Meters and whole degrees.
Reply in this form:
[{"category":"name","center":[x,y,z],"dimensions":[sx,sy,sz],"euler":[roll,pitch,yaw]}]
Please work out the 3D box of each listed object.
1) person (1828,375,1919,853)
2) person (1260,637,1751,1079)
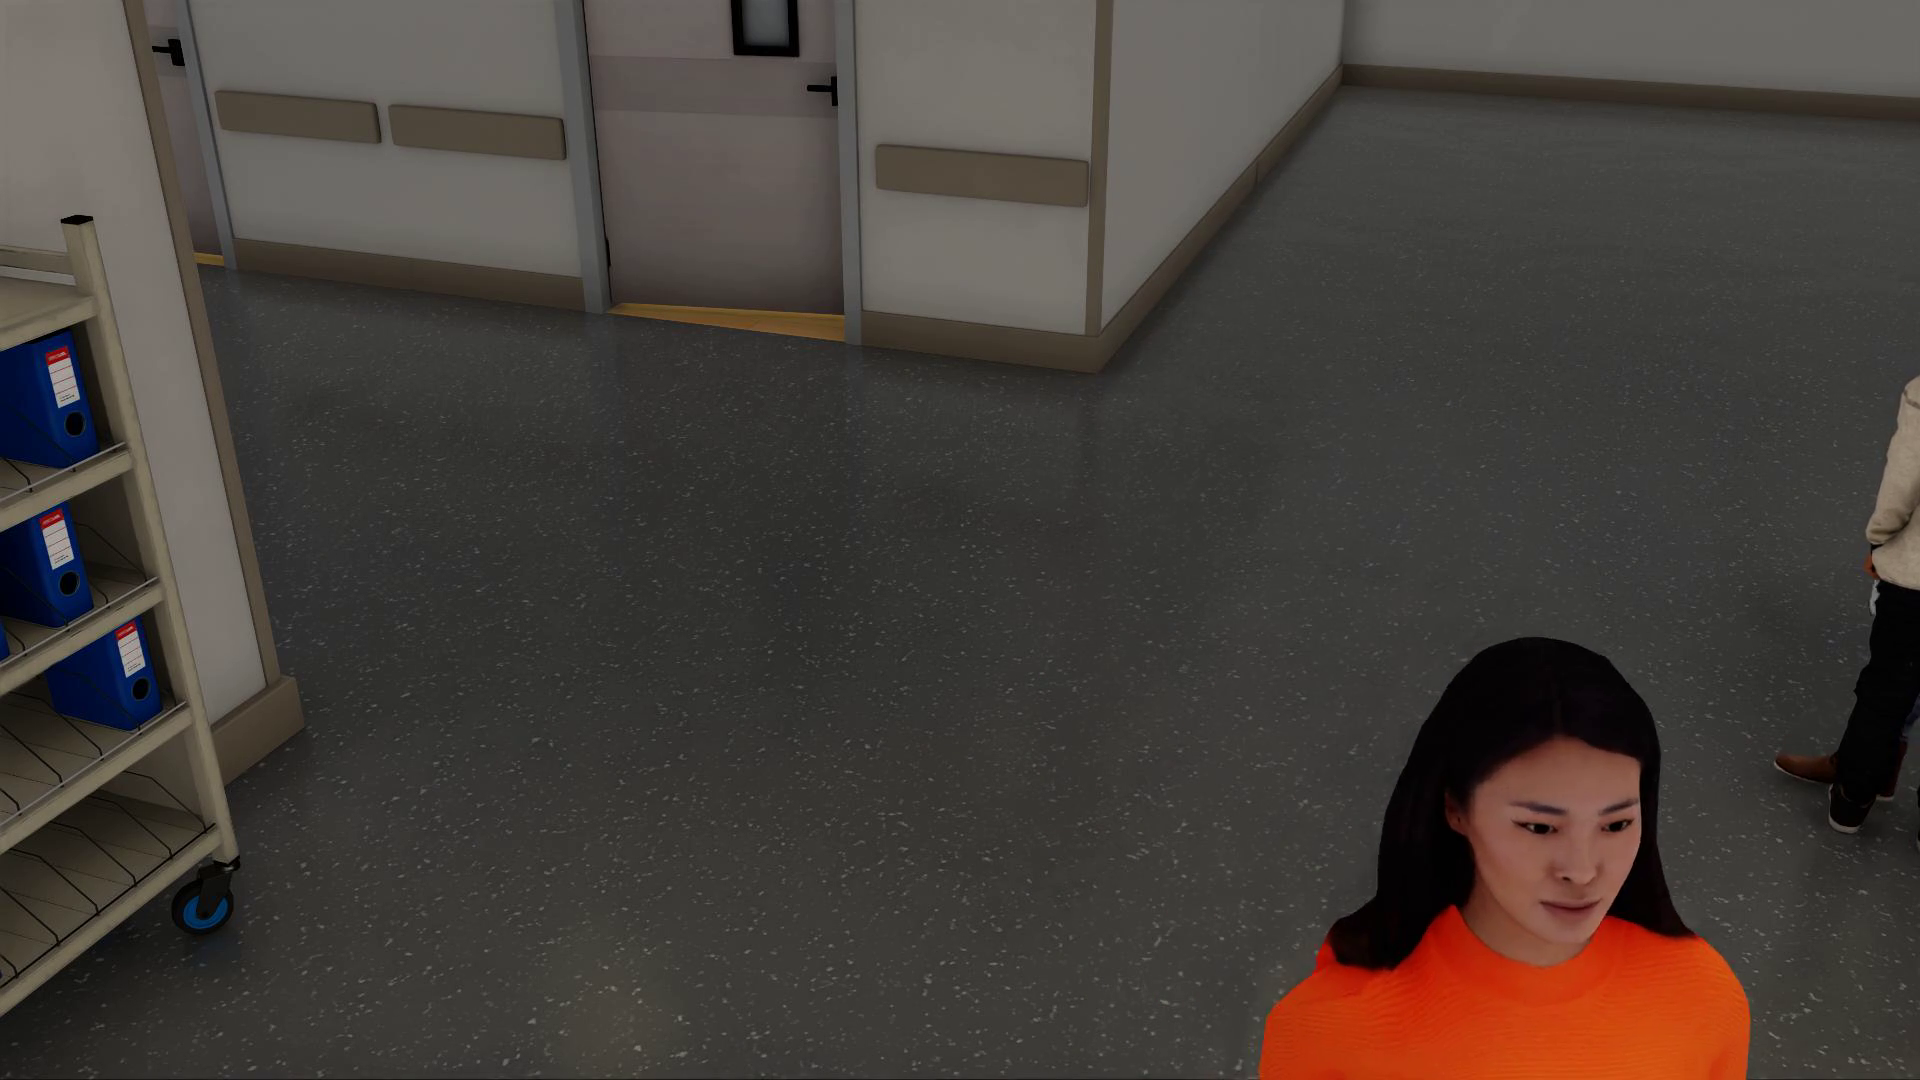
[{"category":"person","center":[2.308,0.062,3.822],"dimensions":[0.629,1.455,0.603],"euler":[17,31,31]},{"category":"person","center":[0.527,0.864,1.865],"dimensions":[0.929,1.712,1.170],"euler":[-2,26,-5]}]
